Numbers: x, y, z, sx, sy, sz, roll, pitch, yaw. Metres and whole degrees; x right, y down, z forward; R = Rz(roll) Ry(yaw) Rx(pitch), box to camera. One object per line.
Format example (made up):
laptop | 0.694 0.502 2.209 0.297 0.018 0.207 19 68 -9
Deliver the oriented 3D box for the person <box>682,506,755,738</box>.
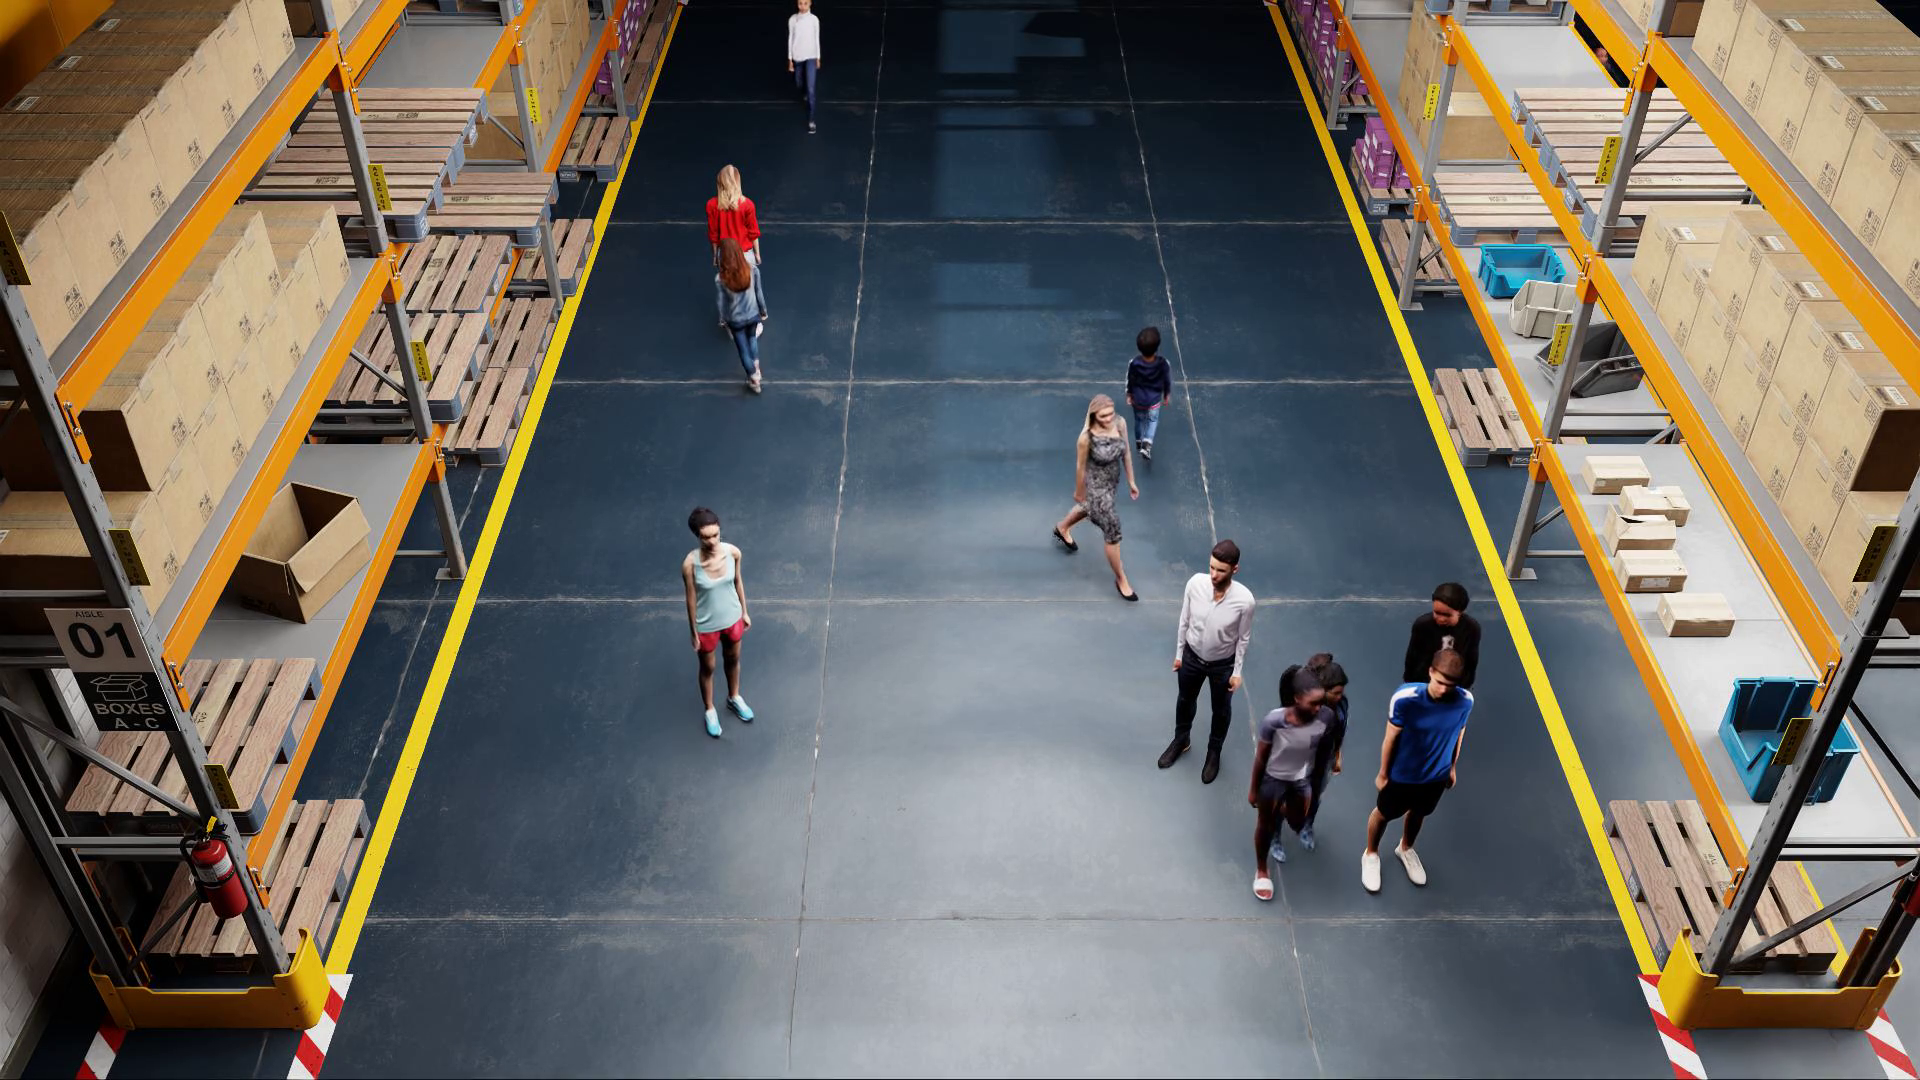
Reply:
person | -1.614 0.534 11.038 0.695 1.763 0.725 -20 43 -23

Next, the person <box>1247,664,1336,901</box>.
person | 1.961 1.379 10.018 0.648 1.716 0.853 -1 39 -1

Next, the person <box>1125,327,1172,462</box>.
person | 1.529 -1.177 13.619 0.599 1.216 0.729 7 39 9

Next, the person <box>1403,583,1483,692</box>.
person | 3.091 0.853 10.723 0.726 1.658 0.906 6 39 7

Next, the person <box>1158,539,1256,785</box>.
person | 1.614 0.744 10.690 0.716 1.869 0.737 19 42 22

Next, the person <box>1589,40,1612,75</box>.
person | 6.488 -4.489 17.492 0.842 1.559 1.080 -10 40 -12

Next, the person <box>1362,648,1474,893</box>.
person | 2.733 1.339 9.947 0.674 1.867 0.610 -4 39 -5

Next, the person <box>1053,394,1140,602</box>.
person | 0.978 -0.426 12.329 1.096 1.653 1.210 -29 47 -31

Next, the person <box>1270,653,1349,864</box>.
person | 2.150 1.310 10.181 0.710 1.620 0.692 -10 40 -13

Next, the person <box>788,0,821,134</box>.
person | -1.743 -5.436 18.698 0.512 1.533 1.025 0 39 0

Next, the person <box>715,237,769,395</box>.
person | -1.852 -1.891 14.313 0.685 1.466 0.714 -16 41 -19

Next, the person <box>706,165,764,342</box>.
person | -2.023 -2.573 14.976 0.614 1.704 0.477 0 39 0
